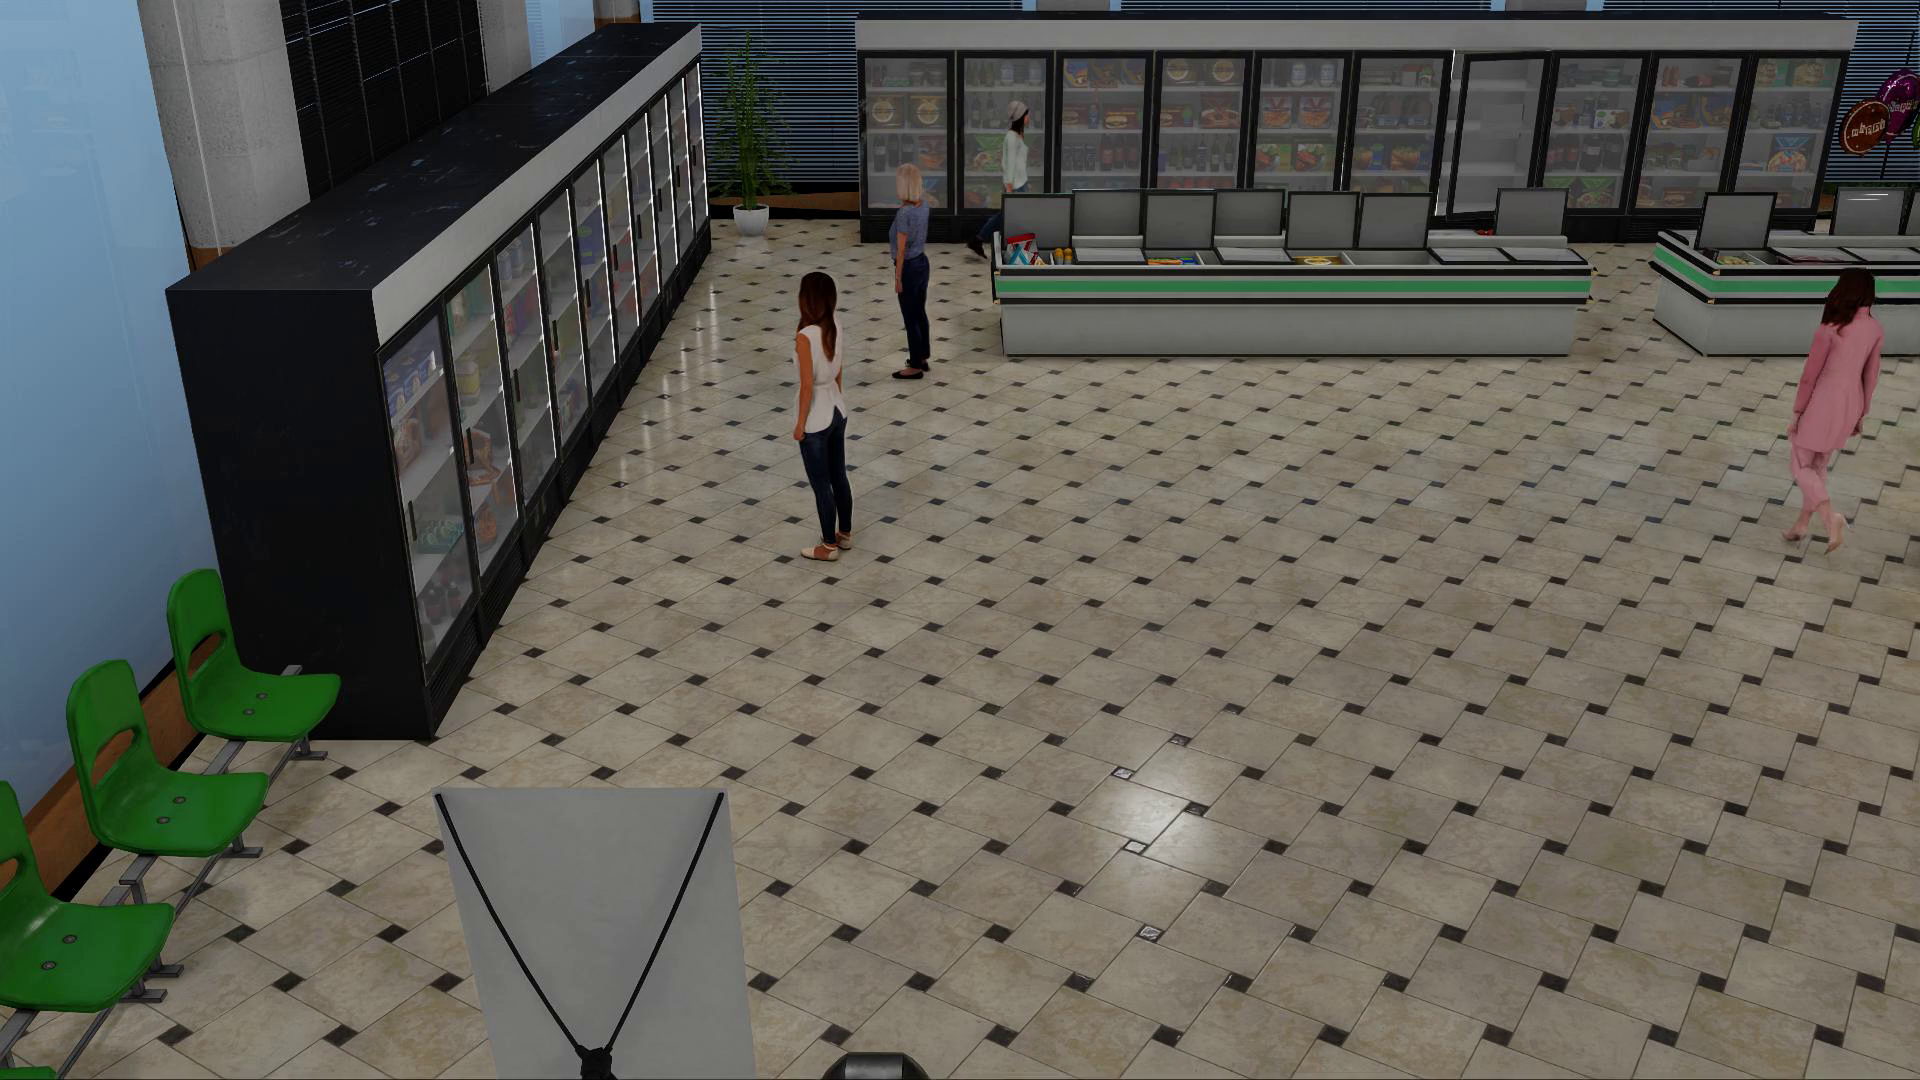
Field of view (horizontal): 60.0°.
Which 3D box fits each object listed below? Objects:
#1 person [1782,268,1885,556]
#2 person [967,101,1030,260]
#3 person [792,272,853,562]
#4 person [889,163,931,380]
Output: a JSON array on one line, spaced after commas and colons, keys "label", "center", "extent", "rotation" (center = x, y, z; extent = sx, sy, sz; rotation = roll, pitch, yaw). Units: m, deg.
[{"label": "person", "center": [5.243, -0.712, 9.968], "extent": [0.873, 1.783, 0.742], "rotation": [-2, 24, -5]}, {"label": "person", "center": [0.461, -3.559, 16.689], "extent": [1.113, 1.611, 0.636], "rotation": [1, 24, 2]}, {"label": "person", "center": [-0.820, -0.735, 10.017], "extent": [0.689, 1.784, 0.683], "rotation": [13, 27, 27]}, {"label": "person", "center": [-0.367, -2.150, 13.333], "extent": [0.687, 1.720, 0.687], "rotation": [9, 25, 20]}]
